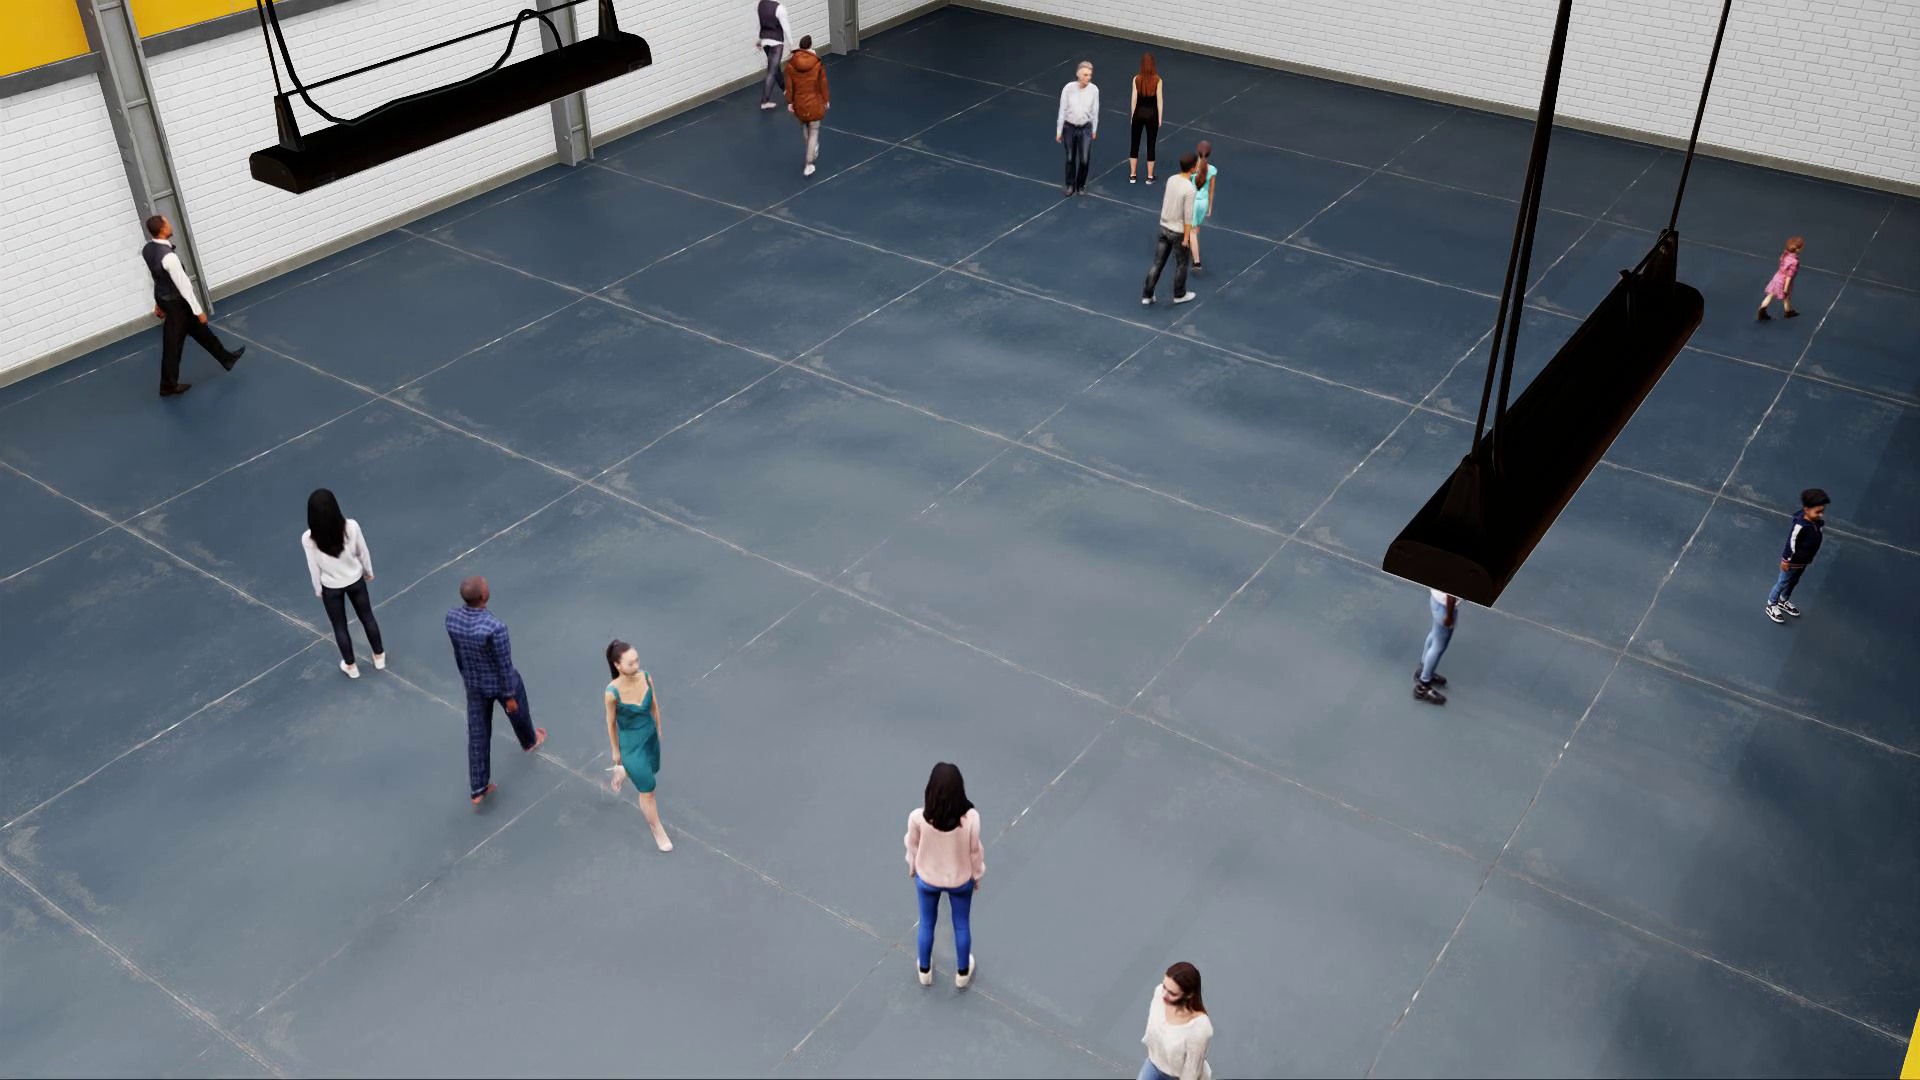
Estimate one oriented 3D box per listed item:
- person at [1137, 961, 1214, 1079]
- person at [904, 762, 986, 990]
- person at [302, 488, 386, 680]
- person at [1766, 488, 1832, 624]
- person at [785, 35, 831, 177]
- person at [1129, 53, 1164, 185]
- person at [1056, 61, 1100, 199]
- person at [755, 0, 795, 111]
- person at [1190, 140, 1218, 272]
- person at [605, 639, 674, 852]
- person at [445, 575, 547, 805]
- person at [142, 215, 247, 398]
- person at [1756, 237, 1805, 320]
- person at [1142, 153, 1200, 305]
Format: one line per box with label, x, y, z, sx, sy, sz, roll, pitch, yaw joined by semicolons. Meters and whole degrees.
person;1.263;2.924;9.222;1.149;1.651;0.873;-21;39;-29
person;-0.095;2.109;10.345;0.735;1.765;0.724;3;34;4
person;-4.859;0.332;13.078;0.611;1.700;0.751;-21;39;-28
person;6.986;0.108;13.845;0.548;1.223;0.654;-16;37;-23
person;-2.038;-5.735;22.123;0.960;1.791;1.189;7;34;11
person;2.438;-5.554;21.910;0.625;1.726;0.610;9;35;13
person;1.528;-5.348;21.534;0.819;1.798;0.849;6;34;8
person;-2.787;-7.181;24.313;0.739;1.774;1.192;19;38;26
person;2.799;-3.920;19.628;1.011;1.530;1.071;-5;34;-8
person;-2.273;1.379;11.540;0.691;1.659;0.946;26;42;33
person;-3.416;1.082;11.889;0.923;1.766;1.242;10;35;15
person;-8.072;-2.339;16.946;0.825;1.866;1.289;27;42;34
person;9.156;-2.903;18.578;0.759;0.998;0.708;-5;34;-7
person;2.353;-3.468;18.715;1.007;1.787;0.833;-22;39;-29
